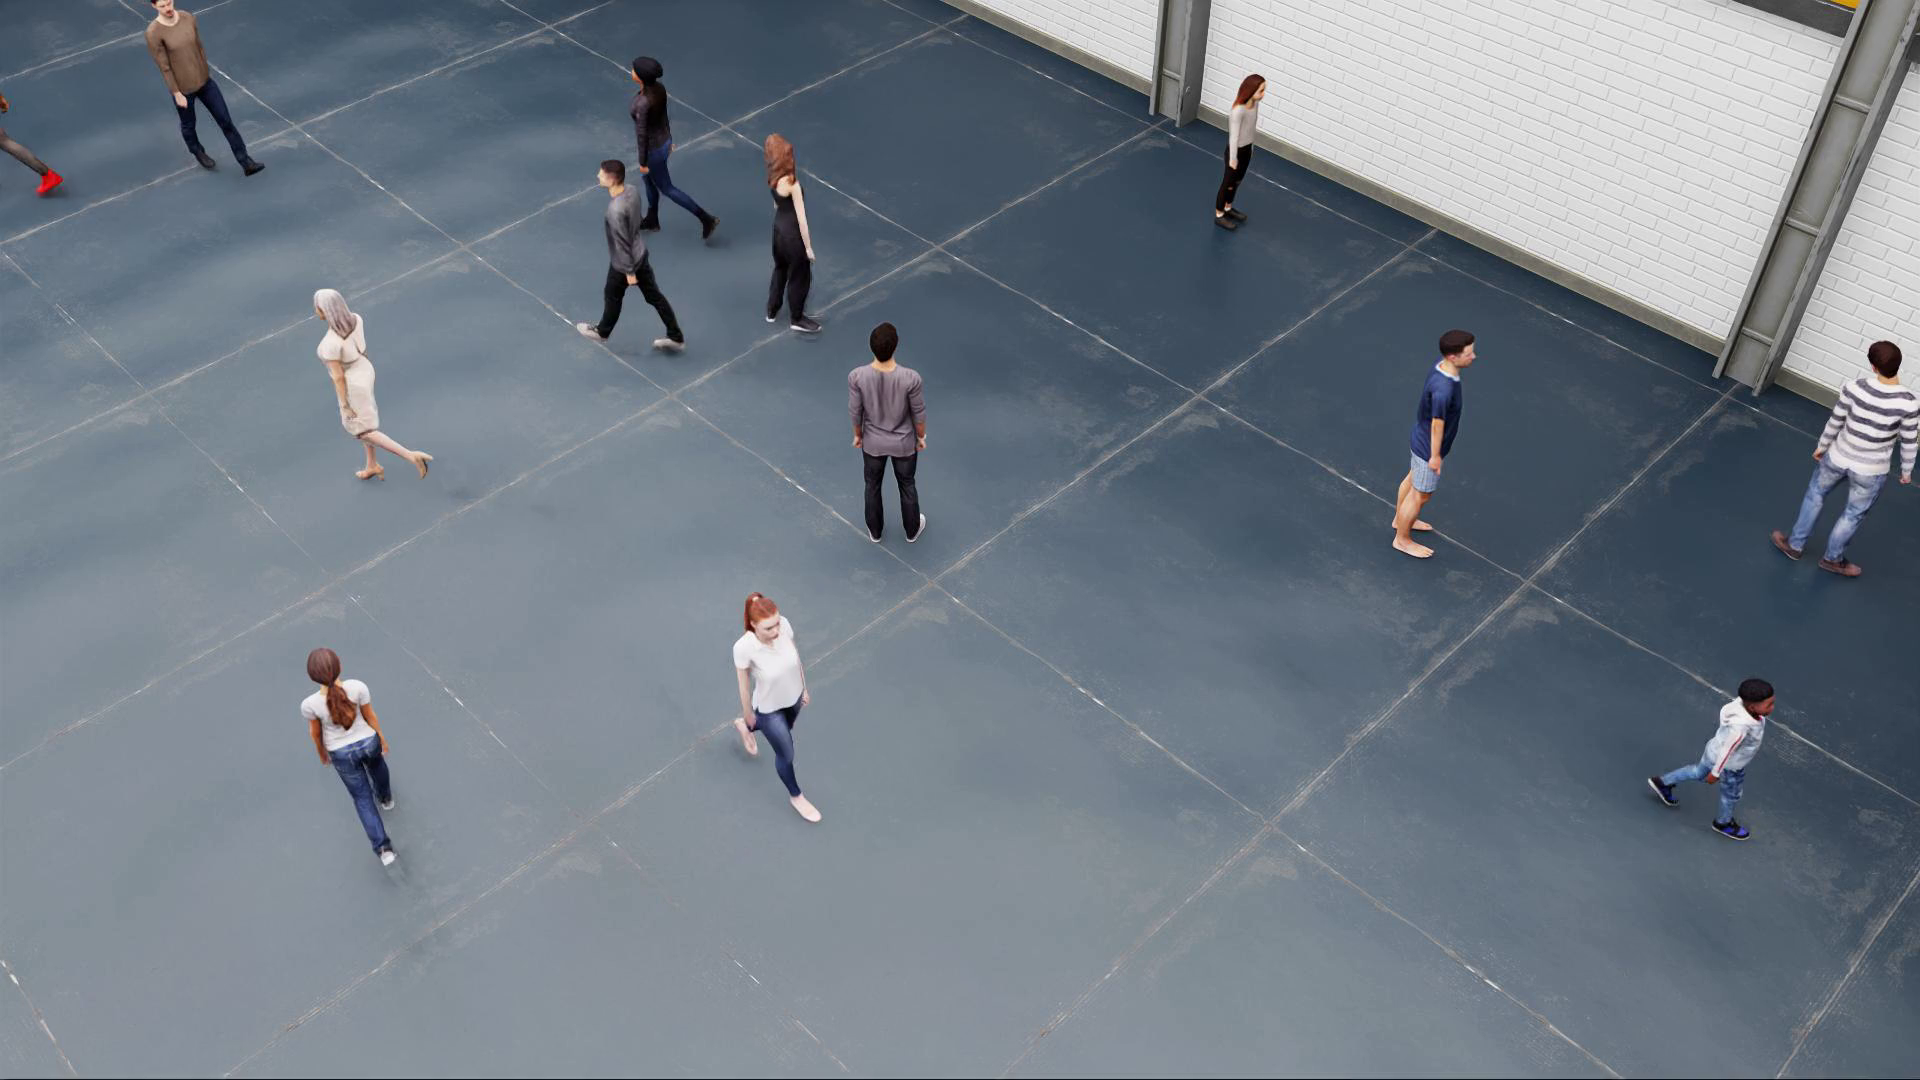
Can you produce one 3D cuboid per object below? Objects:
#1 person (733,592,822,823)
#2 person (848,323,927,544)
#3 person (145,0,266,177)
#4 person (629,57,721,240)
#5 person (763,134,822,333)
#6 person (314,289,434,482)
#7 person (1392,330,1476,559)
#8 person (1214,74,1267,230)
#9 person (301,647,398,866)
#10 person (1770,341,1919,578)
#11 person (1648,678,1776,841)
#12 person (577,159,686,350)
[{"bbox_3d":[-1.159,0.910,9.946,1.064,1.717,0.605,32,52,29],"label":"person"},{"bbox_3d":[-0.495,-0.723,11.561,0.719,1.854,0.798,3,44,3],"label":"person"},{"bbox_3d":[-7.094,-4.189,15.214,1.174,1.833,0.742,28,50,26],"label":"person"},{"bbox_3d":[-2.540,-3.351,14.419,1.206,1.717,1.018,9,44,9],"label":"person"},{"bbox_3d":[-1.375,-2.427,13.449,0.821,1.717,0.574,-15,46,-15],"label":"person"},{"bbox_3d":[-4.271,-1.057,12.009,1.036,1.719,0.895,9,44,9],"label":"person"},{"bbox_3d":[3.267,-0.693,11.532,0.729,1.850,0.709,9,44,9],"label":"person"},{"bbox_3d":[2.454,-3.444,14.689,0.531,1.479,0.560,28,50,26],"label":"person"},{"bbox_3d":[-3.525,1.258,9.716,0.745,1.530,1.082,-20,47,-20],"label":"person"},{"bbox_3d":[6.145,-0.516,11.370,0.874,1.818,0.542,-20,47,-20],"label":"person"},{"bbox_3d":[4.529,1.251,9.928,0.913,1.248,0.637,21,47,20],"label":"person"},{"bbox_3d":[-2.548,-2.209,13.224,1.226,1.711,1.031,9,44,9],"label":"person"}]
